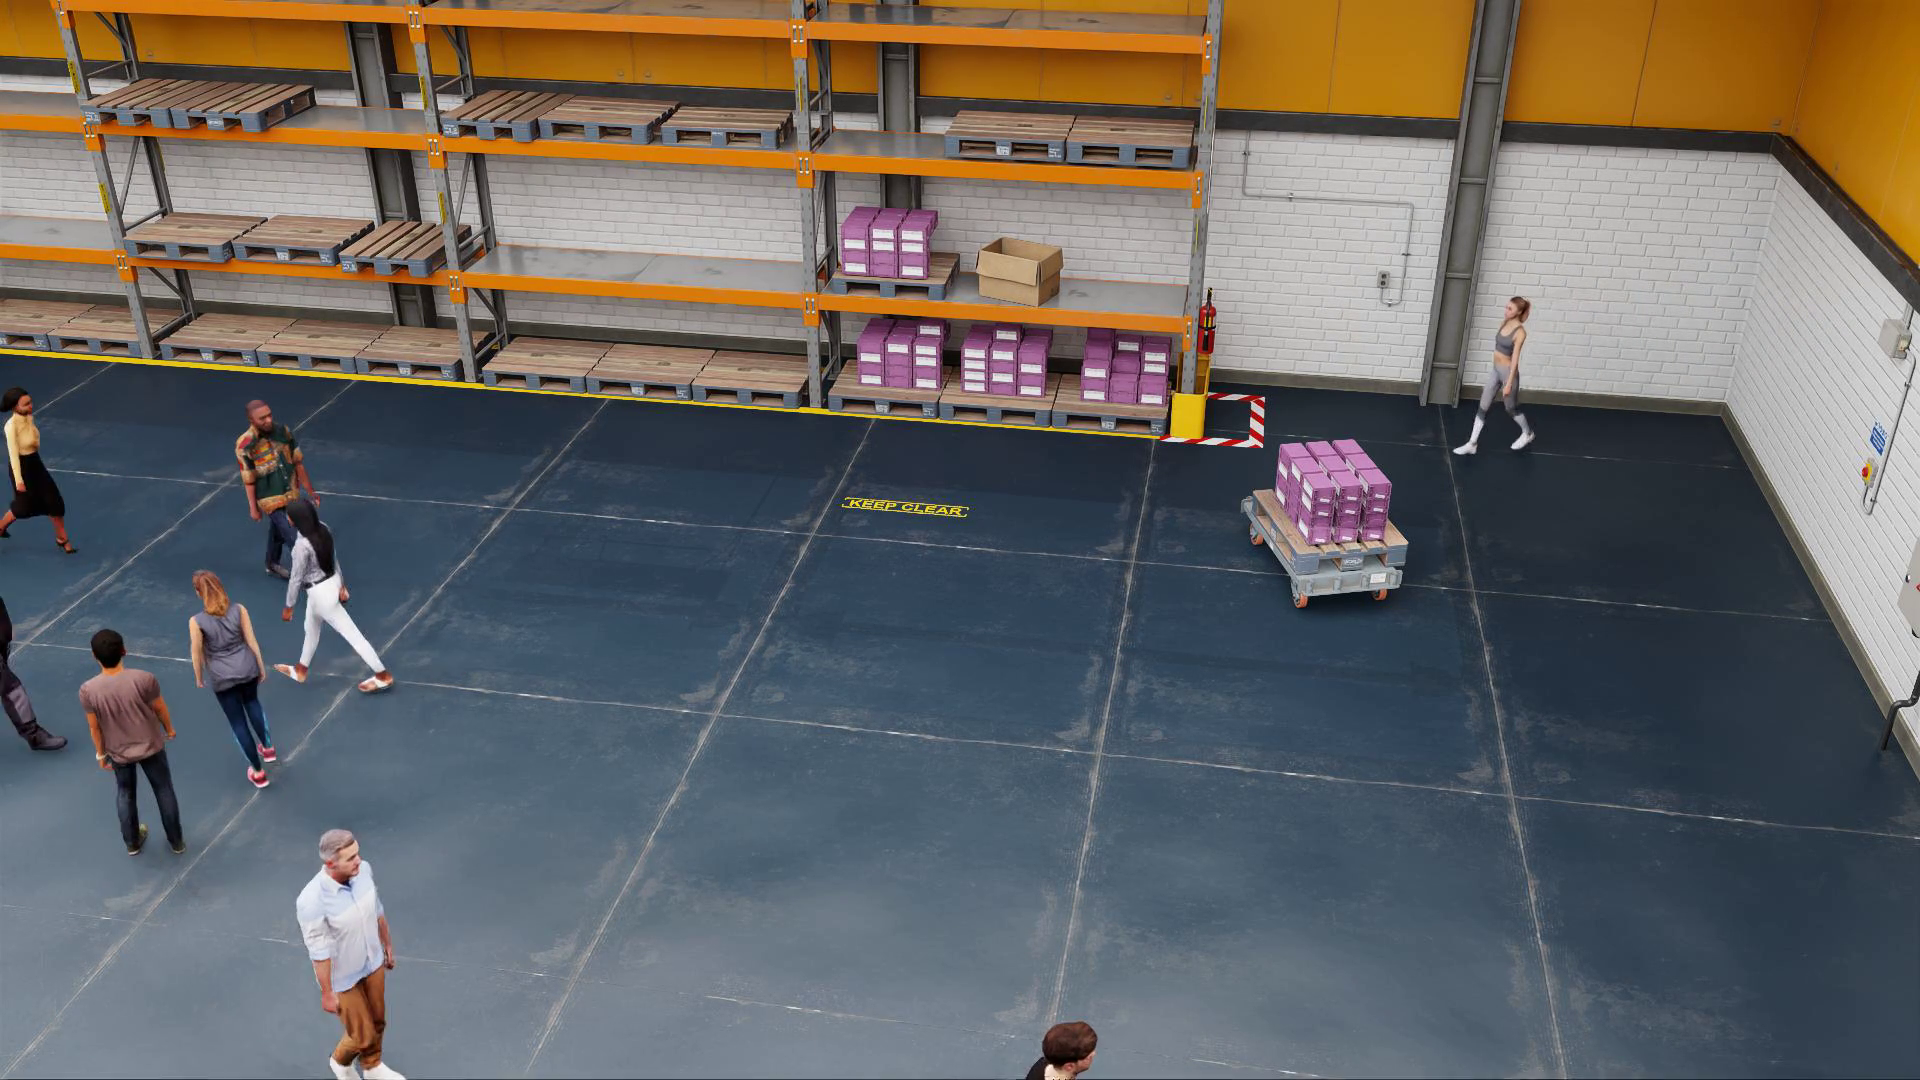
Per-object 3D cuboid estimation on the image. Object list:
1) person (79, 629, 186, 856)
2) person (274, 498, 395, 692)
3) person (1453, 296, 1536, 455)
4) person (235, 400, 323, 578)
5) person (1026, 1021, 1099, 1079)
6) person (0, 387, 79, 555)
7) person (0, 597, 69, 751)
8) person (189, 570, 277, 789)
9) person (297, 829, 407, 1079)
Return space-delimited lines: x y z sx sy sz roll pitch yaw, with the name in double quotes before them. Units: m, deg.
"person" -5.449 1.400 11.065 0.737 1.767 0.822 -11 30 -19
"person" -4.822 0.468 12.882 1.217 1.661 0.732 0 29 0
"person" 5.555 -1.625 16.713 1.203 1.668 0.921 -8 30 -14
"person" -5.940 -0.384 14.354 1.301 1.748 0.957 15 32 25
"person" 0.360 3.051 7.919 0.954 1.880 0.868 -5 29 -9
"person" -8.393 -0.578 14.849 1.001 1.615 0.612 2 29 4
"person" -7.225 0.772 12.173 1.185 1.806 0.863 -1 29 -1
"person" -5.138 1.020 11.821 0.773 1.708 0.846 -24 37 -36
"person" -3.461 2.354 9.272 0.741 1.807 0.753 11 31 20
